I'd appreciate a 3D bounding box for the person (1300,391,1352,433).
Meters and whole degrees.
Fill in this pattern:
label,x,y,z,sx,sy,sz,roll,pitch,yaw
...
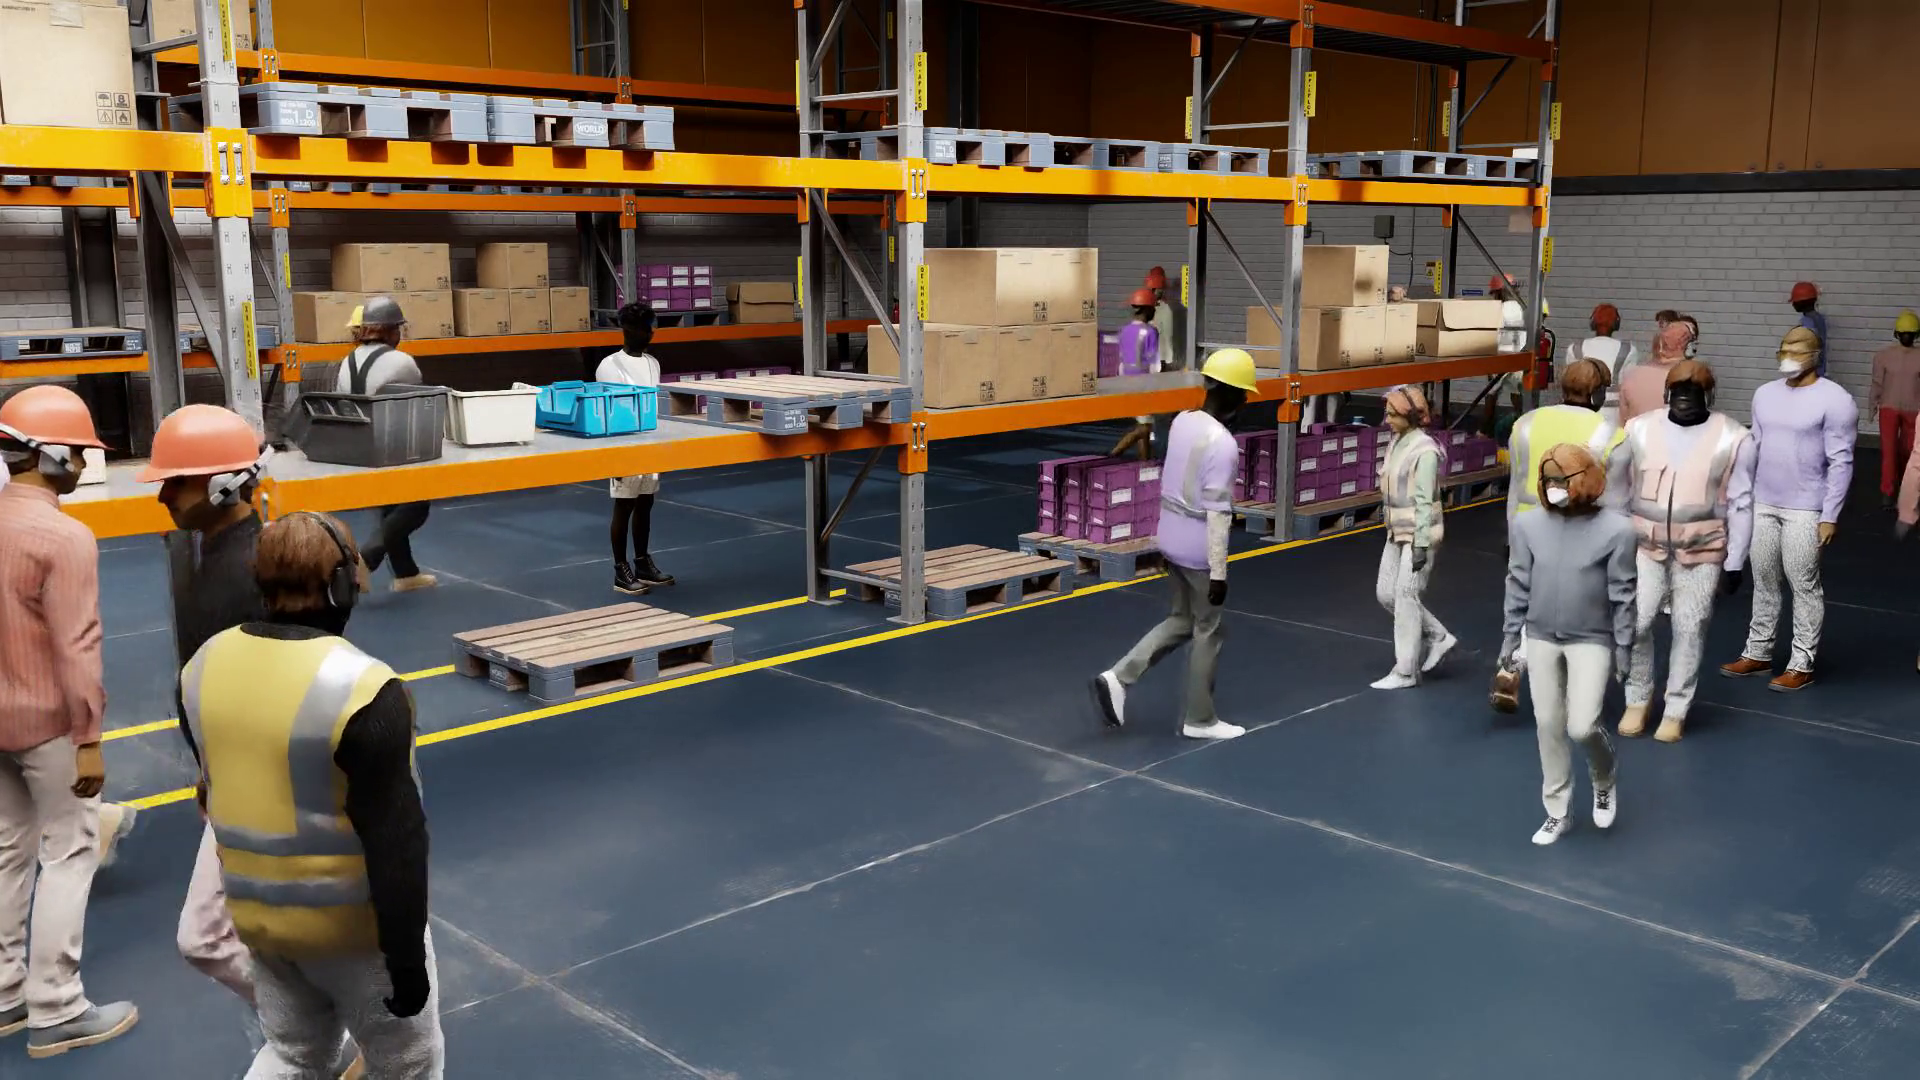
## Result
label,x,y,z,sx,sy,sz,roll,pitch,yaw
person,3.524,-1.473,16.105,0.572,1.883,0.354,-3,11,-16

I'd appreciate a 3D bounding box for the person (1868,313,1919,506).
label,x,y,z,sx,sy,sz,roll,pitch,yaw
person,8.542,-1.196,15.080,0.540,1.729,0.897,5,12,26

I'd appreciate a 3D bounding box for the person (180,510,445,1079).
label,x,y,z,sx,sy,sz,roll,pitch,yaw
person,-1.453,0.848,3.657,0.645,1.820,0.711,5,12,26

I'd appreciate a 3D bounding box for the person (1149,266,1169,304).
label,x,y,z,sx,sy,sz,roll,pitch,yaw
person,2.941,-3.155,25.126,0.547,1.938,0.379,9,14,41

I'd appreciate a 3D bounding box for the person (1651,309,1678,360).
label,x,y,z,sx,sy,sz,roll,pitch,yaw
person,7.933,-1.759,18.450,0.770,1.606,0.515,-4,11,-19

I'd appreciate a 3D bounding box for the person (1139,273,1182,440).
label,x,y,z,sx,sy,sz,roll,pitch,yaw
person,2.396,-2.151,19.594,0.775,1.971,0.610,-3,11,-17

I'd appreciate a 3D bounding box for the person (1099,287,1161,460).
label,x,y,z,sx,sy,sz,roll,pitch,yaw
person,1.687,-1.469,16.009,0.808,1.919,0.553,-5,11,-23

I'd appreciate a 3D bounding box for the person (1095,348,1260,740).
label,x,y,z,sx,sy,sz,roll,pitch,yaw
person,1.039,0.047,7.789,0.693,1.887,0.650,-3,11,-14

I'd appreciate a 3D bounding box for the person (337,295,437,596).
label,x,y,z,sx,sy,sz,roll,pitch,yaw
person,-3.813,-0.614,10.995,0.694,2.000,0.740,8,13,36

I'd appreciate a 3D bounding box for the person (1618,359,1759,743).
label,x,y,z,sx,sy,sz,roll,pitch,yaw
person,3.373,0.067,7.847,0.652,1.829,0.520,7,12,32

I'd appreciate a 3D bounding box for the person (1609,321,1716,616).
label,x,y,z,sx,sy,sz,roll,pitch,yaw
person,4.375,-0.427,10.403,0.740,1.884,0.650,-7,12,-33

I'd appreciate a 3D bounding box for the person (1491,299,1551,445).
label,x,y,z,sx,sy,sz,roll,pitch,yaw
person,6.202,-1.800,18.320,0.678,1.734,0.528,10,14,43

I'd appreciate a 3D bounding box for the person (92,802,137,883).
label,x,y,z,sx,sy,sz,roll,pitch,yaw
person,-3.392,0.345,5.817,0.665,2.027,0.617,-5,12,-25

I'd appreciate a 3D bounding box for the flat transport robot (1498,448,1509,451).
label,x,y,z,sx,sy,sz,roll,pitch,yaw
flat transport robot,5.239,-0.839,17.047,1.431,0.197,0.652,6,12,31

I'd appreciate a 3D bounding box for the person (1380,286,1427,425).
label,x,y,z,sx,sy,sz,roll,pitch,yaw
person,4.965,-1.973,18.983,1.037,1.841,0.709,-9,14,-40

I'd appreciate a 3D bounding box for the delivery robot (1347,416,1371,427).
label,x,y,z,sx,sy,sz,roll,pitch,yaw
delivery robot,4.067,-1.021,17.009,0.707,0.478,0.477,-3,11,-18

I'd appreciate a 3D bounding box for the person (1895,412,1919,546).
label,x,y,z,sx,sy,sz,roll,pitch,yaw
person,5.306,-0.096,8.639,0.670,1.861,0.834,0,10,1

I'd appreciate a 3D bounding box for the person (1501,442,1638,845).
label,x,y,z,sx,sy,sz,roll,pitch,yaw
person,2.401,0.418,6.558,0.506,1.615,0.393,9,14,40

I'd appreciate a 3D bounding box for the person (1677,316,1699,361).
label,x,y,z,sx,sy,sz,roll,pitch,yaw
person,7.352,-1.458,16.832,0.526,1.586,0.823,-8,13,-36

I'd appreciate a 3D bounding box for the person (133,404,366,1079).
label,x,y,z,sx,sy,sz,roll,pitch,yaw
person,-1.909,0.623,4.427,0.435,1.975,0.625,-6,12,-29

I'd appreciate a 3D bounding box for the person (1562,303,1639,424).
label,x,y,z,sx,sy,sz,roll,pitch,yaw
person,5.299,-1.032,13.809,0.586,1.856,0.894,6,12,29

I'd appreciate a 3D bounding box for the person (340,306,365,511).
label,x,y,z,sx,sy,sz,roll,pitch,yaw
person,-5.180,-1.122,14.437,0.898,1.785,0.621,-7,13,-34

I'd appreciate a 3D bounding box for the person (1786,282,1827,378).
label,x,y,z,sx,sy,sz,roll,pitch,yaw
person,8.975,-1.799,17.816,0.713,1.901,0.578,10,14,43

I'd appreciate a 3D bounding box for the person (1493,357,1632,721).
label,x,y,z,sx,sy,sz,roll,pitch,yaw
person,2.930,0.024,8.103,0.578,1.822,0.640,-10,14,-42

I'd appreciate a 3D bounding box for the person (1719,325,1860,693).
label,x,y,z,sx,sy,sz,roll,pitch,yaw
person,4.400,-0.167,8.836,0.362,1.938,0.636,-4,11,-22

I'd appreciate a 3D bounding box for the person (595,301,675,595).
label,x,y,z,sx,sy,sz,roll,pitch,yaw
person,-2.192,-0.627,11.270,0.367,1.965,0.604,4,11,22

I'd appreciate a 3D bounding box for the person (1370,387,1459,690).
label,x,y,z,sx,sy,sz,roll,pitch,yaw
person,2.428,-0.007,8.816,0.447,1.624,0.530,-2,10,-8

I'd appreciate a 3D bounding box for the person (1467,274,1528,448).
label,x,y,z,sx,sy,sz,roll,pitch,yaw
person,5.979,-1.936,18.376,0.625,1.970,1.003,-4,11,-22

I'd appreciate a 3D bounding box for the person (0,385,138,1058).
label,x,y,z,sx,sy,sz,roll,pitch,yaw
person,-2.718,0.526,4.979,0.644,1.970,0.458,6,12,28
